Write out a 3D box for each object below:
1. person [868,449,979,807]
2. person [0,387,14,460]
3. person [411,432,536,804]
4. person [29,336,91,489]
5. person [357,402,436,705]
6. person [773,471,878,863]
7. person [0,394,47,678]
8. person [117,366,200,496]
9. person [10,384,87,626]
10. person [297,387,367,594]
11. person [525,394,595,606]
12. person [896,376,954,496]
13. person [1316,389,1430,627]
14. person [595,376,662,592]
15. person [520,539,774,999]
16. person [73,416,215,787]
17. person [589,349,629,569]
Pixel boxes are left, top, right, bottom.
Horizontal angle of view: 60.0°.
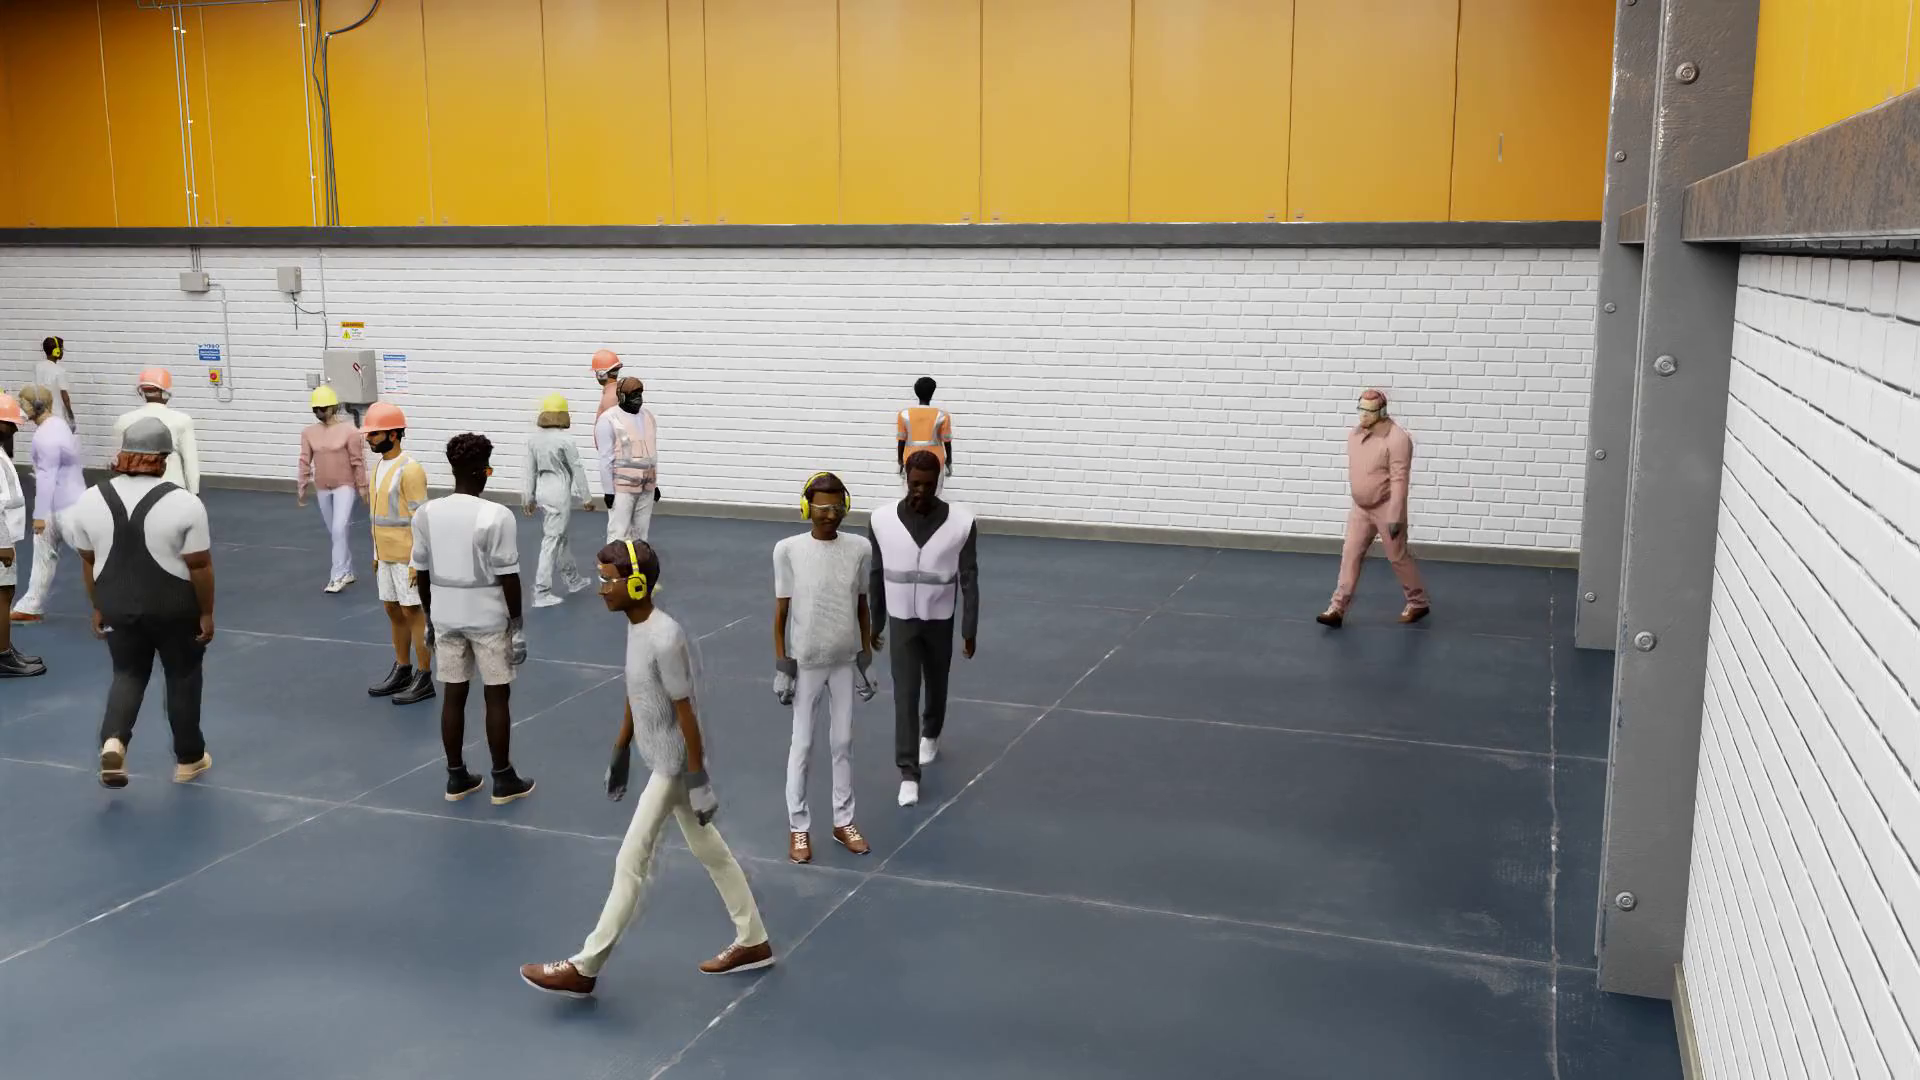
[{"bbox_3d":[-0.193,0.407,9.053,0.597,1.866,1.005,0,10,0],"label":"person"},{"bbox_3d":[-10.035,-0.963,16.989,0.931,1.791,0.634,8,13,38],"label":"person"},{"bbox_3d":[-2.548,0.411,8.714,0.613,1.963,0.361,3,10,16],"label":"person"},{"bbox_3d":[-10.703,-1.473,19.634,0.580,1.854,0.605,4,11,21],"label":"person"},{"bbox_3d":[-3.617,0.084,10.637,0.553,1.935,0.365,9,14,43],"label":"person"},{"bbox_3d":[-0.623,0.605,7.929,0.545,1.866,0.391,-4,11,-23],"label":"person"},{"bbox_3d":[-6.488,-0.030,11.311,0.374,1.928,0.542,-6,12,-30],"label":"person"},{"bbox_3d":[-6.383,-0.391,13.236,0.616,1.974,0.655,-1,10,-3],"label":"person"},{"bbox_3d":[-6.904,-0.266,12.792,1.042,1.880,0.641,-5,11,-25],"label":"person"},{"bbox_3d":[-5.322,-0.411,13.993,0.546,1.734,0.795,2,10,9],"label":"person"},{"bbox_3d":[-3.234,-0.343,13.668,0.497,1.709,0.846,7,12,34],"label":"person"},{"bbox_3d":[-0.331,-0.721,15.890,0.545,1.684,0.402,1,10,7],"label":"person"},{"bbox_3d":[3.198,-0.235,12.721,1.021,1.857,0.687,-6,12,-31],"label":"person"},{"bbox_3d":[-2.734,-0.444,13.885,0.430,1.843,0.625,7,12,34],"label":"person"},{"bbox_3d":[-1.218,0.884,6.485,1.025,1.800,0.517,-3,11,-17],"label":"person"},{"bbox_3d":[-4.326,0.341,8.901,0.692,2.000,0.685,-1,10,-4],"label":"person"},{"bbox_3d":[-3.139,-0.725,15.048,0.392,1.989,0.610,0,10,-2],"label":"person"}]
